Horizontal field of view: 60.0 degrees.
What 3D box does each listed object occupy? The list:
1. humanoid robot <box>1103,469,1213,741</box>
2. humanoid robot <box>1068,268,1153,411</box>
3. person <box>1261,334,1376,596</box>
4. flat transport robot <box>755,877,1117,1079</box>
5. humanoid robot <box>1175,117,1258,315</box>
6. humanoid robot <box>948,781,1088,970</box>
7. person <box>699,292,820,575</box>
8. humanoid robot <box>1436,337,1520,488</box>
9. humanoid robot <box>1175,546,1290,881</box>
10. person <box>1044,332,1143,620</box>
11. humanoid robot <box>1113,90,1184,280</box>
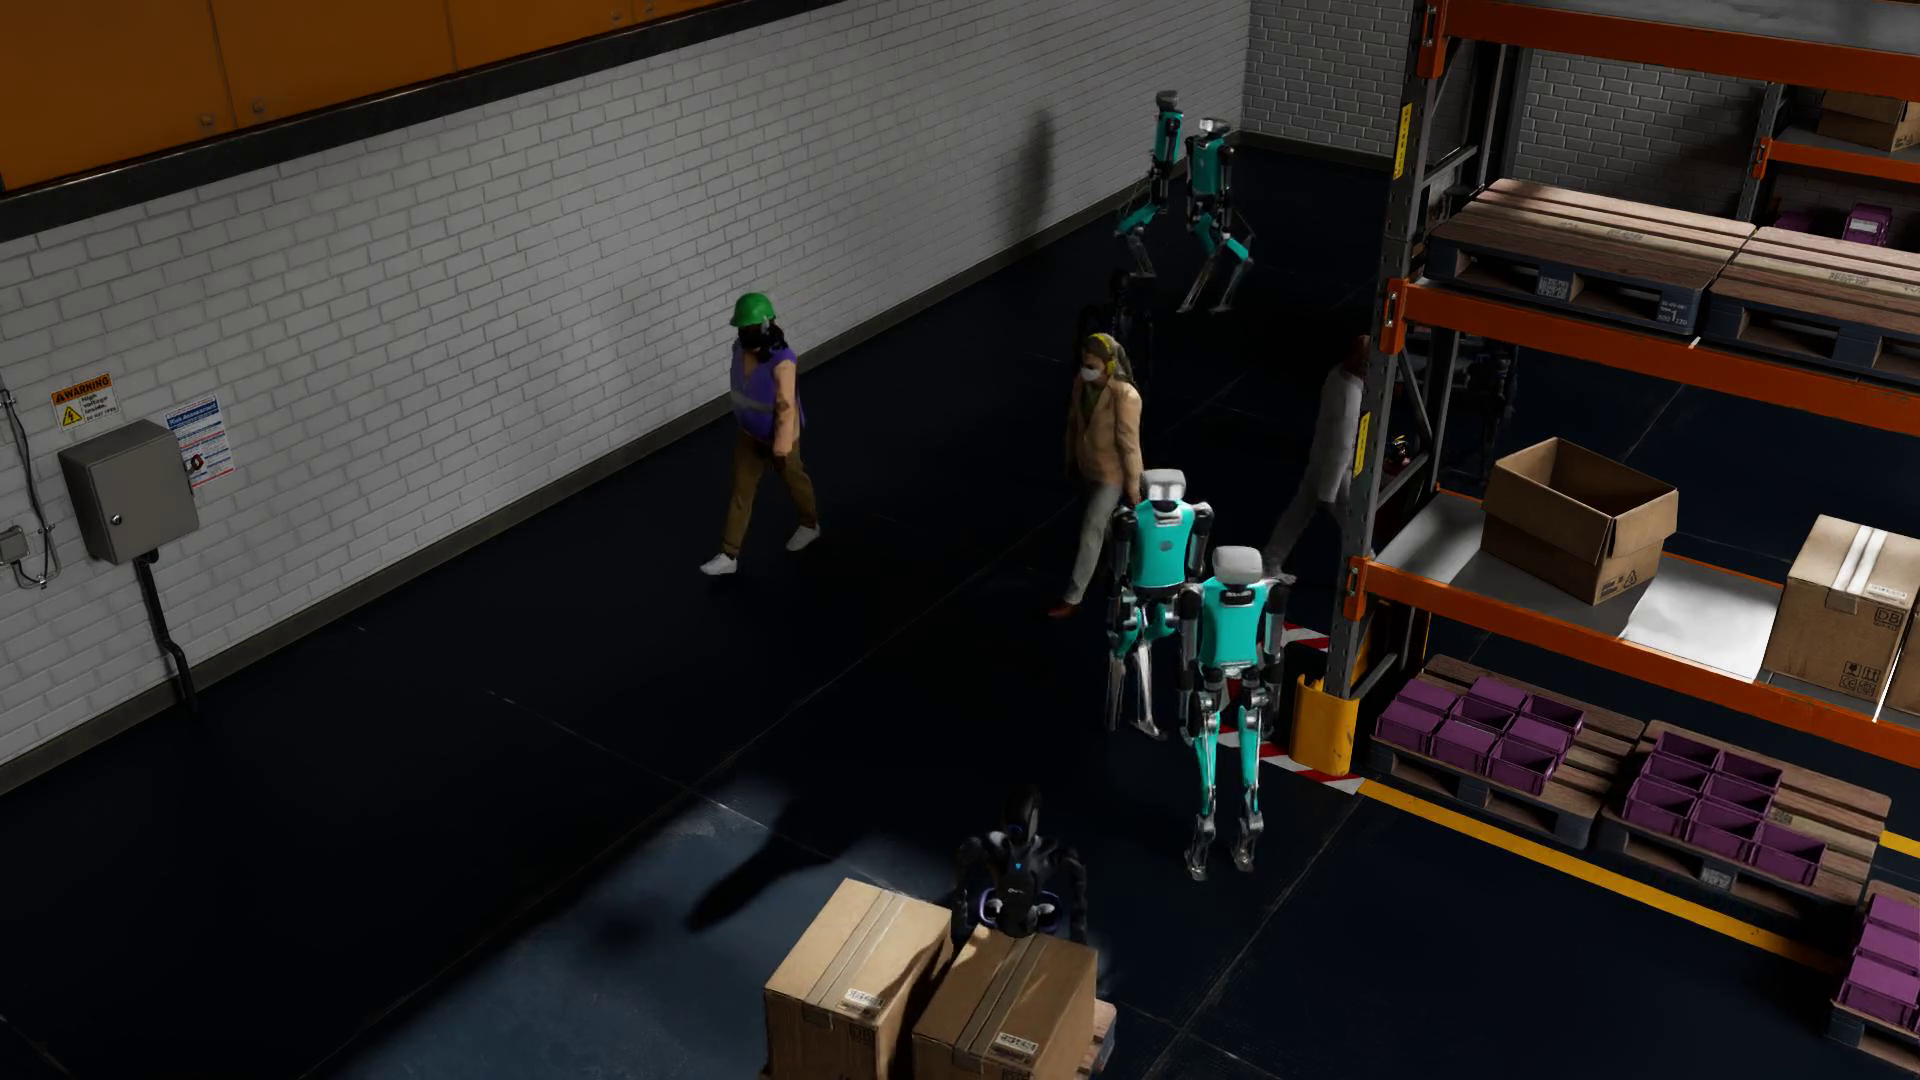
[{"bbox_3d":[0.982,0.339,9.014,0.531,1.806,0.743,-5,30,-9],"label":"humanoid robot"},{"bbox_3d":[1.050,-1.135,11.612,0.583,1.641,0.639,6,30,10],"label":"humanoid robot"},{"bbox_3d":[2.352,-0.453,10.254,1.013,1.840,0.753,2,30,4],"label":"person"},{"bbox_3d":[-0.086,2.347,6.967,0.659,0.231,1.431,13,32,21],"label":"flat transport robot"},{"bbox_3d":[2.260,-2.800,14.419,0.792,1.782,0.550,-20,35,-31],"label":"humanoid robot"},{"bbox_3d":[0.244,1.655,6.755,0.593,1.652,0.323,3,30,6],"label":"humanoid robot"},{"bbox_3d":[-1.267,-0.676,10.597,0.566,1.873,0.987,22,36,33],"label":"person"},{"bbox_3d":[3.611,-1.080,11.524,0.638,1.637,0.591,-2,30,-3],"label":"humanoid robot"},{"bbox_3d":[1.313,0.914,7.953,0.530,1.755,0.687,-3,30,-5],"label":"humanoid robot"},{"bbox_3d":[0.809,-0.407,10.192,0.962,1.822,0.617,-19,35,-29],"label":"person"},{"bbox_3d":[1.634,-3.137,15.053,0.712,1.833,0.556,0,30,0],"label":"humanoid robot"}]
